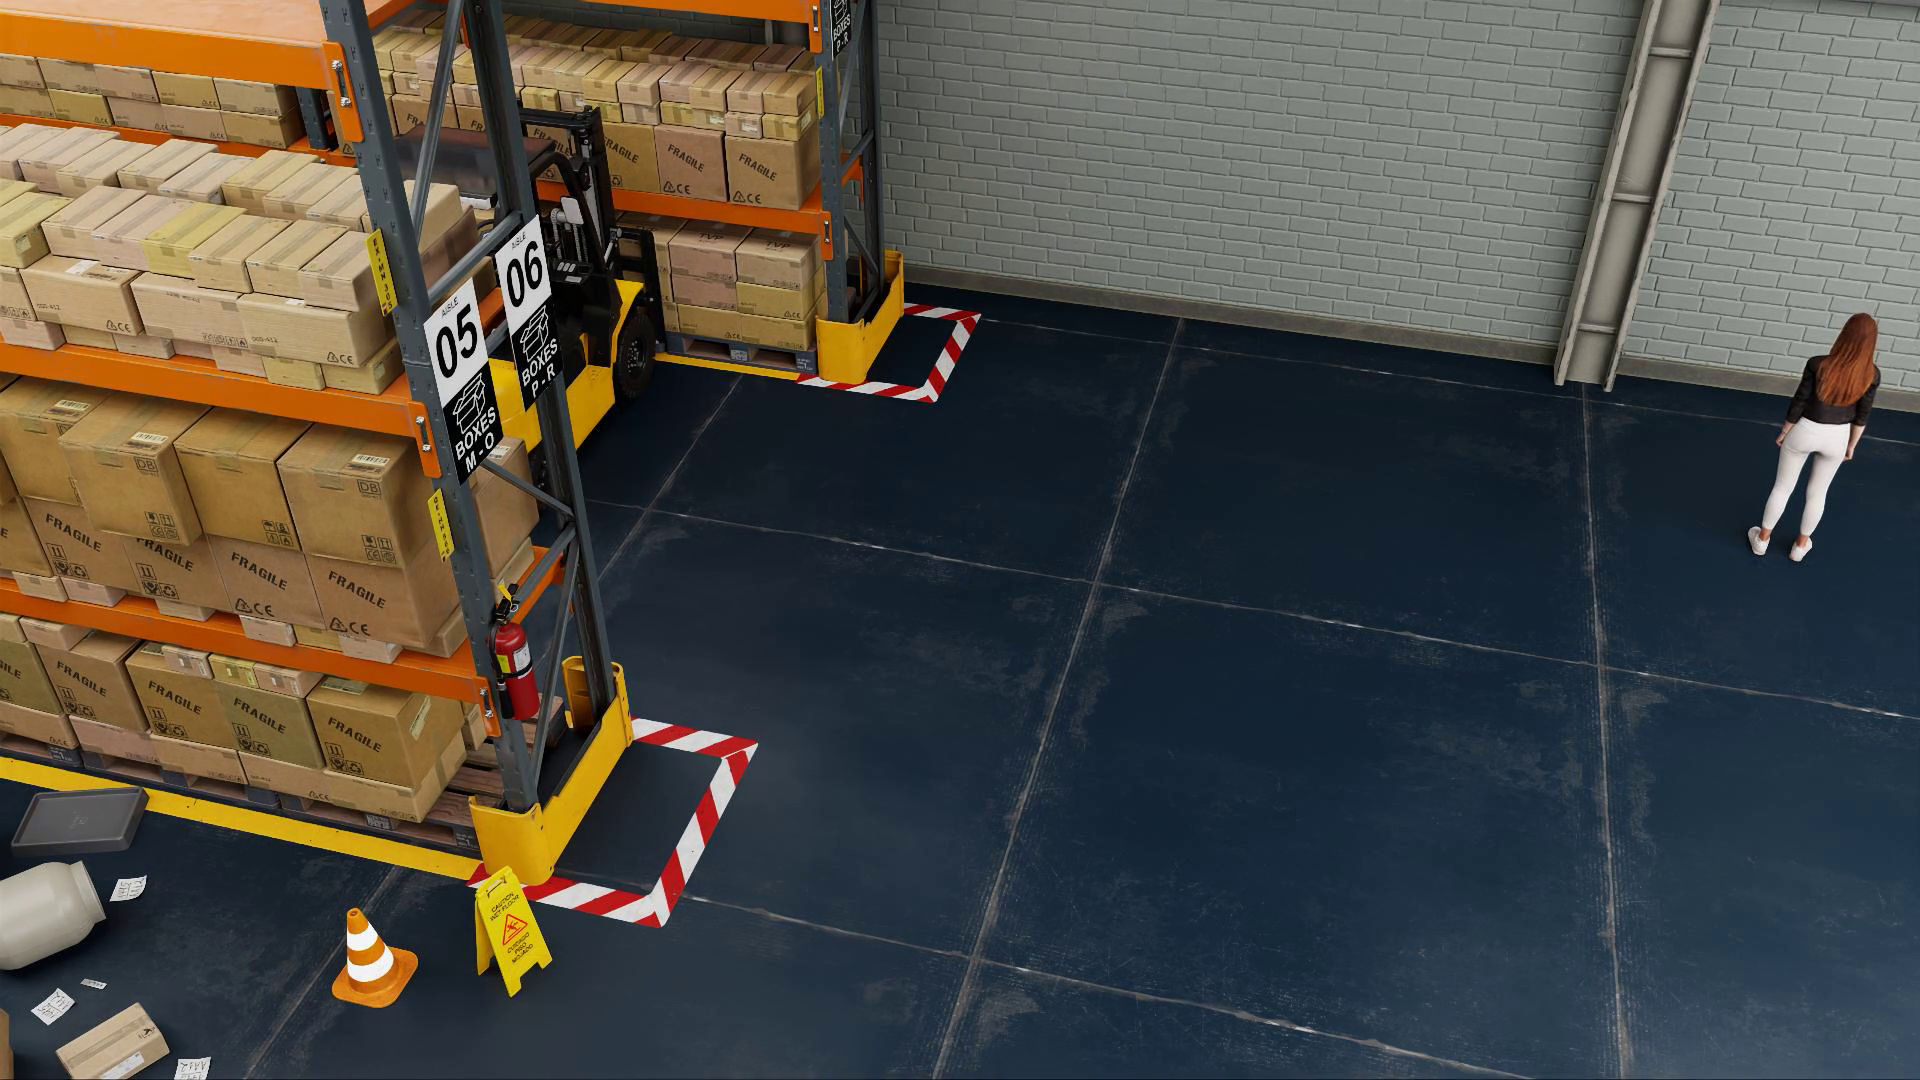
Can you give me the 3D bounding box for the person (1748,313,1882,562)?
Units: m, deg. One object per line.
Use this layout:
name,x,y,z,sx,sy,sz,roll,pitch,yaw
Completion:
person,5.209,-0.620,10.091,0.484,1.704,0.669,13,39,17
